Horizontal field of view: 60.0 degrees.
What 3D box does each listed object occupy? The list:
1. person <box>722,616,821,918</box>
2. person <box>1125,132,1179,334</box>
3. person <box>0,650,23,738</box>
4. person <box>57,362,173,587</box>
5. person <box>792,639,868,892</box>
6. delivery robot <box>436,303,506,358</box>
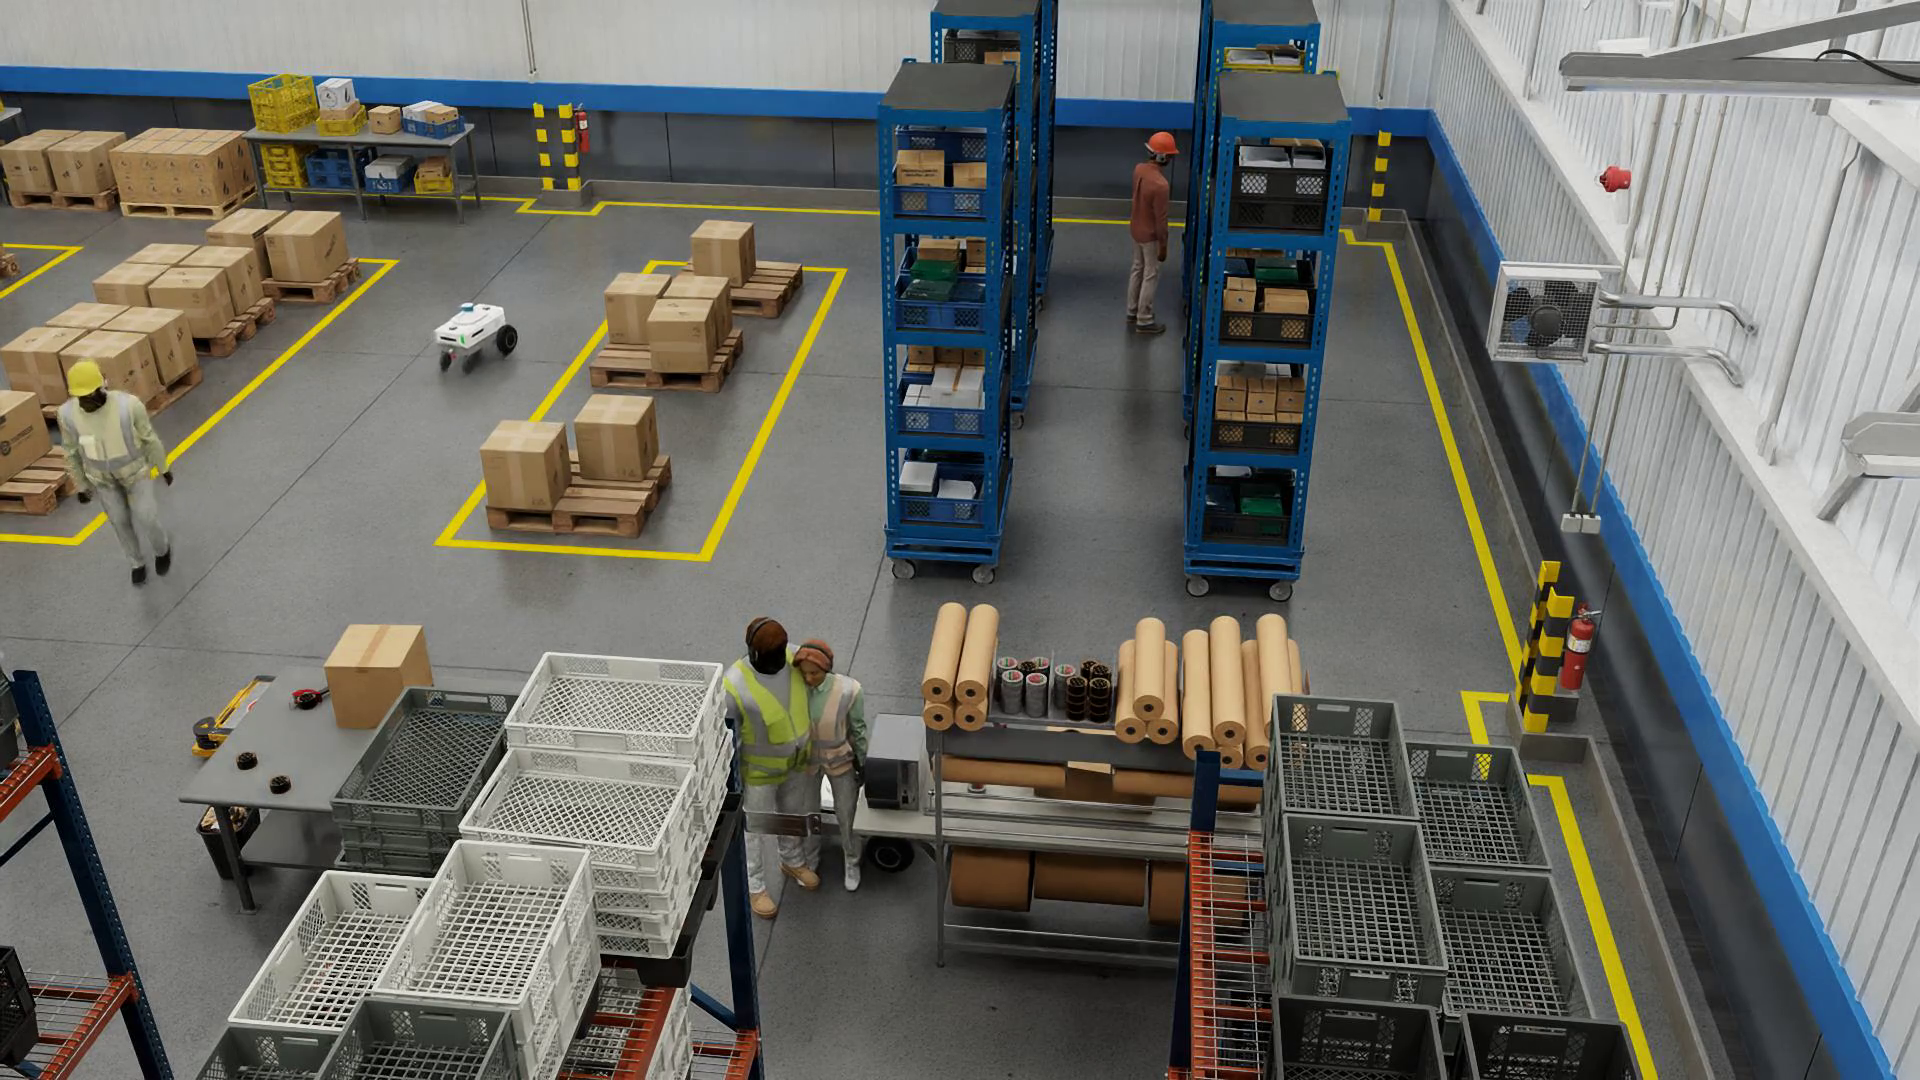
[{"bbox_3d":[-1.006,1.205,9.027,0.631,1.842,0.428,-26,39,-37],"label":"person"},{"bbox_3d":[1.853,-2.957,16.043,0.410,1.980,0.625,-11,32,-17],"label":"person"},{"bbox_3d":[-6.235,0.526,10.331,0.537,1.700,0.318,10,32,17],"label":"person"},{"bbox_3d":[-6.035,-0.469,11.935,0.661,1.810,0.458,-7,31,-13],"label":"person"},{"bbox_3d":[-0.762,1.231,9.189,0.525,1.631,0.320,2,30,3],"label":"person"},{"bbox_3d":[-4.617,-1.998,15.708,0.477,0.478,0.707,11,32,19],"label":"delivery robot"}]
